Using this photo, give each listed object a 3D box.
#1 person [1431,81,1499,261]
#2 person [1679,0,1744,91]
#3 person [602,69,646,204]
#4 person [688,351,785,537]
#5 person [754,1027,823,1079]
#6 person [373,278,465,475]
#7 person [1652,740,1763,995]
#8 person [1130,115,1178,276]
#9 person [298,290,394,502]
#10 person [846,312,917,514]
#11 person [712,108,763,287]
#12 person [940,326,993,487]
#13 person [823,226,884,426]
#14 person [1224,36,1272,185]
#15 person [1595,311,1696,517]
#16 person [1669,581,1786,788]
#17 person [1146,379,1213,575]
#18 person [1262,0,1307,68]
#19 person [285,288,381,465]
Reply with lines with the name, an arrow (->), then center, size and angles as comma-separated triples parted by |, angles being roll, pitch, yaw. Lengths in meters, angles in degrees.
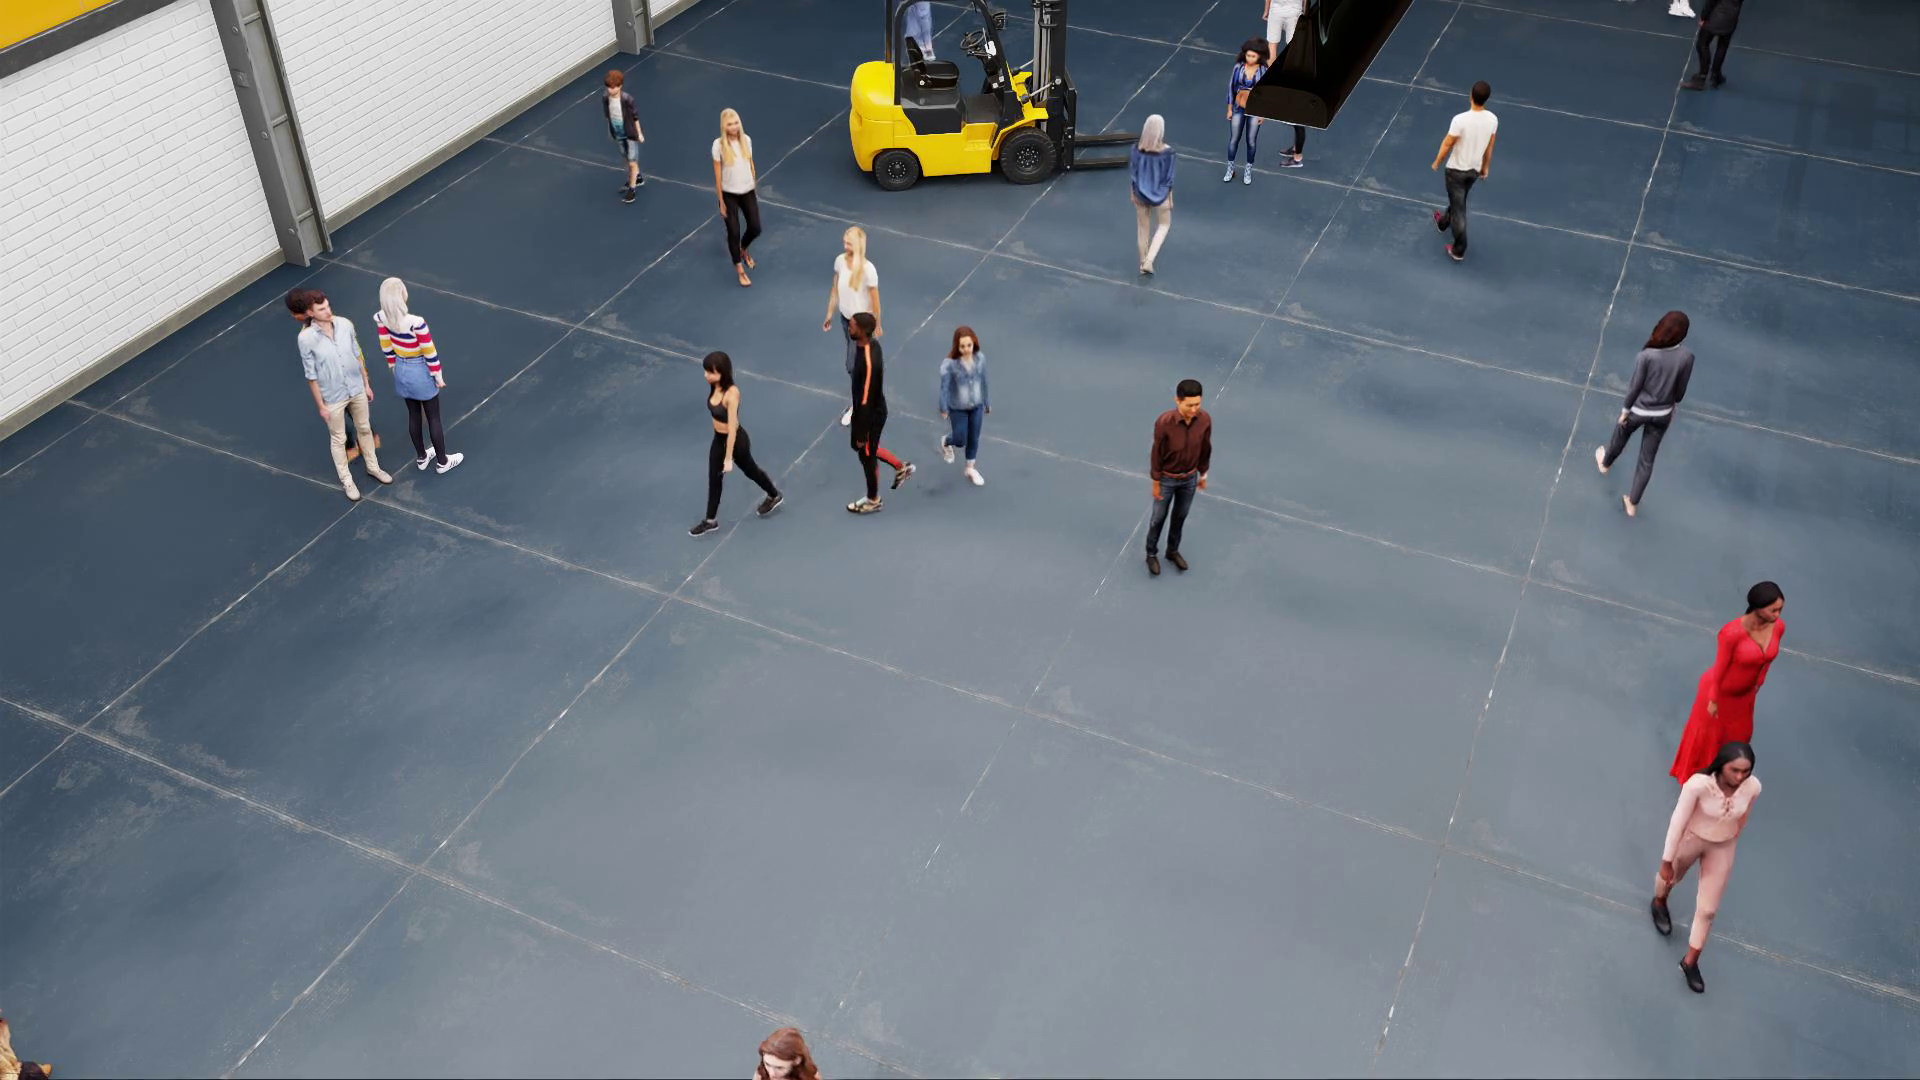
person -> 5.055, -3.638, 16.545 | 1.068, 1.771, 1.151 | -12, 40, -14
person -> 9.100, -6.231, 19.800 | 0.891, 1.751, 0.846 | 2, 39, 2
person -> -3.538, -4.354, 17.711 | 0.532, 1.425, 0.787 | 19, 42, 22
person -> -1.719, -0.781, 13.095 | 1.148, 1.602, 0.903 | -25, 45, -28
person -> -0.757, 2.949, 8.338 | 0.725, 1.710, 1.169 | 10, 40, 12
person -> -4.481, -1.359, 13.652 | 0.663, 1.809, 0.514 | 14, 41, 17
person -> 4.342, 1.760, 9.844 | 0.871, 1.688, 1.071 | 2, 39, 2
person -> 1.846, -3.299, 16.185 | 0.615, 1.691, 0.716 | 15, 41, 18
person -> -4.994, -1.205, 13.430 | 0.775, 1.847, 0.595 | 30, 48, 32
person -> -0.633, -1.009, 13.226 | 0.956, 1.795, 0.922 | -7, 39, -8
person -> -2.217, -3.364, 16.155 | 0.765, 1.819, 0.820 | -21, 43, -24
person -> 0.008, -1.142, 13.657 | 0.803, 1.465, 0.845 | -20, 43, -24
person -> -0.822, -1.912, 14.358 | 0.876, 1.793, 0.766 | -29, 47, -31
person -> 3.083, -4.611, 17.876 | 0.650, 1.621, 0.598 | 10, 40, 12
person -> 5.494, -0.967, 13.223 | 0.870, 1.733, 1.119 | 3, 39, 4
person -> 4.967, 0.944, 10.795 | 0.806, 1.787, 0.858 | -8, 39, -9
person -> 1.628, -0.490, 12.595 | 0.713, 1.770, 0.753 | -10, 40, -12
person -> 3.877, -6.312, 19.819 | 0.738, 1.854, 0.657 | 6, 39, 7
person -> -5.124, -1.407, 13.864 | 0.928, 1.620, 0.879 | -23, 44, -26
